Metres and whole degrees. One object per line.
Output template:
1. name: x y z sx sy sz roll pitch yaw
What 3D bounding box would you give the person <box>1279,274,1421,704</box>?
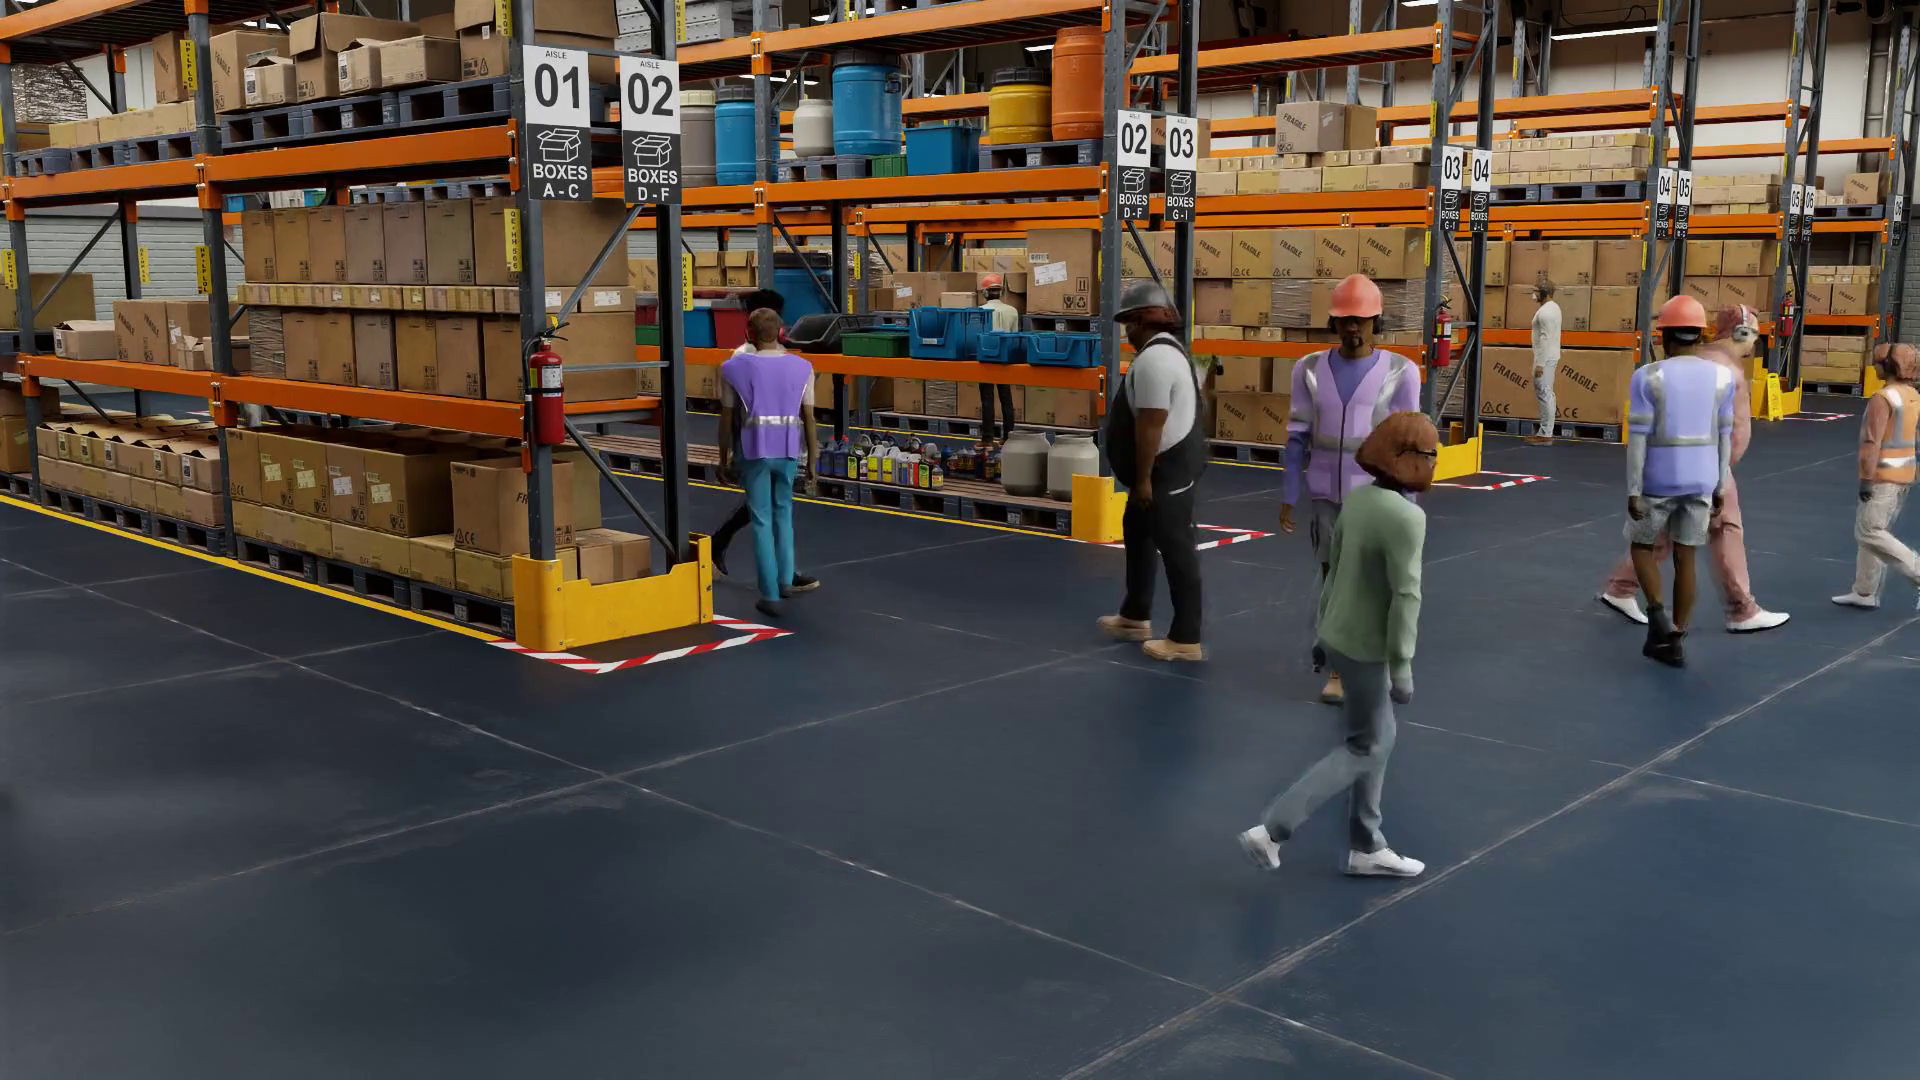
1. person: 1.806 -0.217 7.785 0.610 2.026 0.525 5 11 30

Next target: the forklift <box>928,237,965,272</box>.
1. forklift: -0.326 -5.817 39.609 1.129 2.768 1.873 9 13 43

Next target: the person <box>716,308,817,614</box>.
1. person: -1.175 -0.484 10.047 0.567 1.818 0.602 -4 10 -23

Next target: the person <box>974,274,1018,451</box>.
1. person: 0.378 -2.016 18.890 0.619 1.990 0.395 -5 11 -30

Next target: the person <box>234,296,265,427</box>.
1. person: -7.507 -1.701 17.563 0.903 1.799 0.583 6 11 33

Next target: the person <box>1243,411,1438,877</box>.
1. person: 1.251 0.365 5.482 0.620 1.597 0.509 -1 9 -4

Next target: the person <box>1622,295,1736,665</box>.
1. person: 3.722 -0.305 8.643 0.552 1.919 0.483 1 9 4

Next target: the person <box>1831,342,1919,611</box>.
1. person: 5.551 -0.362 9.867 0.524 1.619 0.588 -8 12 -40

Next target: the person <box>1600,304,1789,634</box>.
1. person: 4.212 -0.407 9.471 0.948 1.861 0.691 2 9 11

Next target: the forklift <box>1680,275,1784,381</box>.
1. forklift: 12.480 -3.427 27.053 1.214 2.155 2.313 9 13 43

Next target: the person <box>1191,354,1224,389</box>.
1. person: 2.910 -2.110 19.994 0.637 1.808 0.824 -7 12 -39

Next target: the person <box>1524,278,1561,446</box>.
1. person: 6.834 -2.081 19.455 0.352 1.937 0.635 4 10 25

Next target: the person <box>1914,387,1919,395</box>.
1. person: 15.335 -3.033 25.499 1.093 1.861 0.563 4 10 22

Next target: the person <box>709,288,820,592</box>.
1. person: -1.321 -0.657 10.740 0.842 1.933 0.612 3 10 17

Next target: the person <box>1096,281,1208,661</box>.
1. person: 1.019 -0.398 8.950 0.700 2.000 0.704 2 9 12
